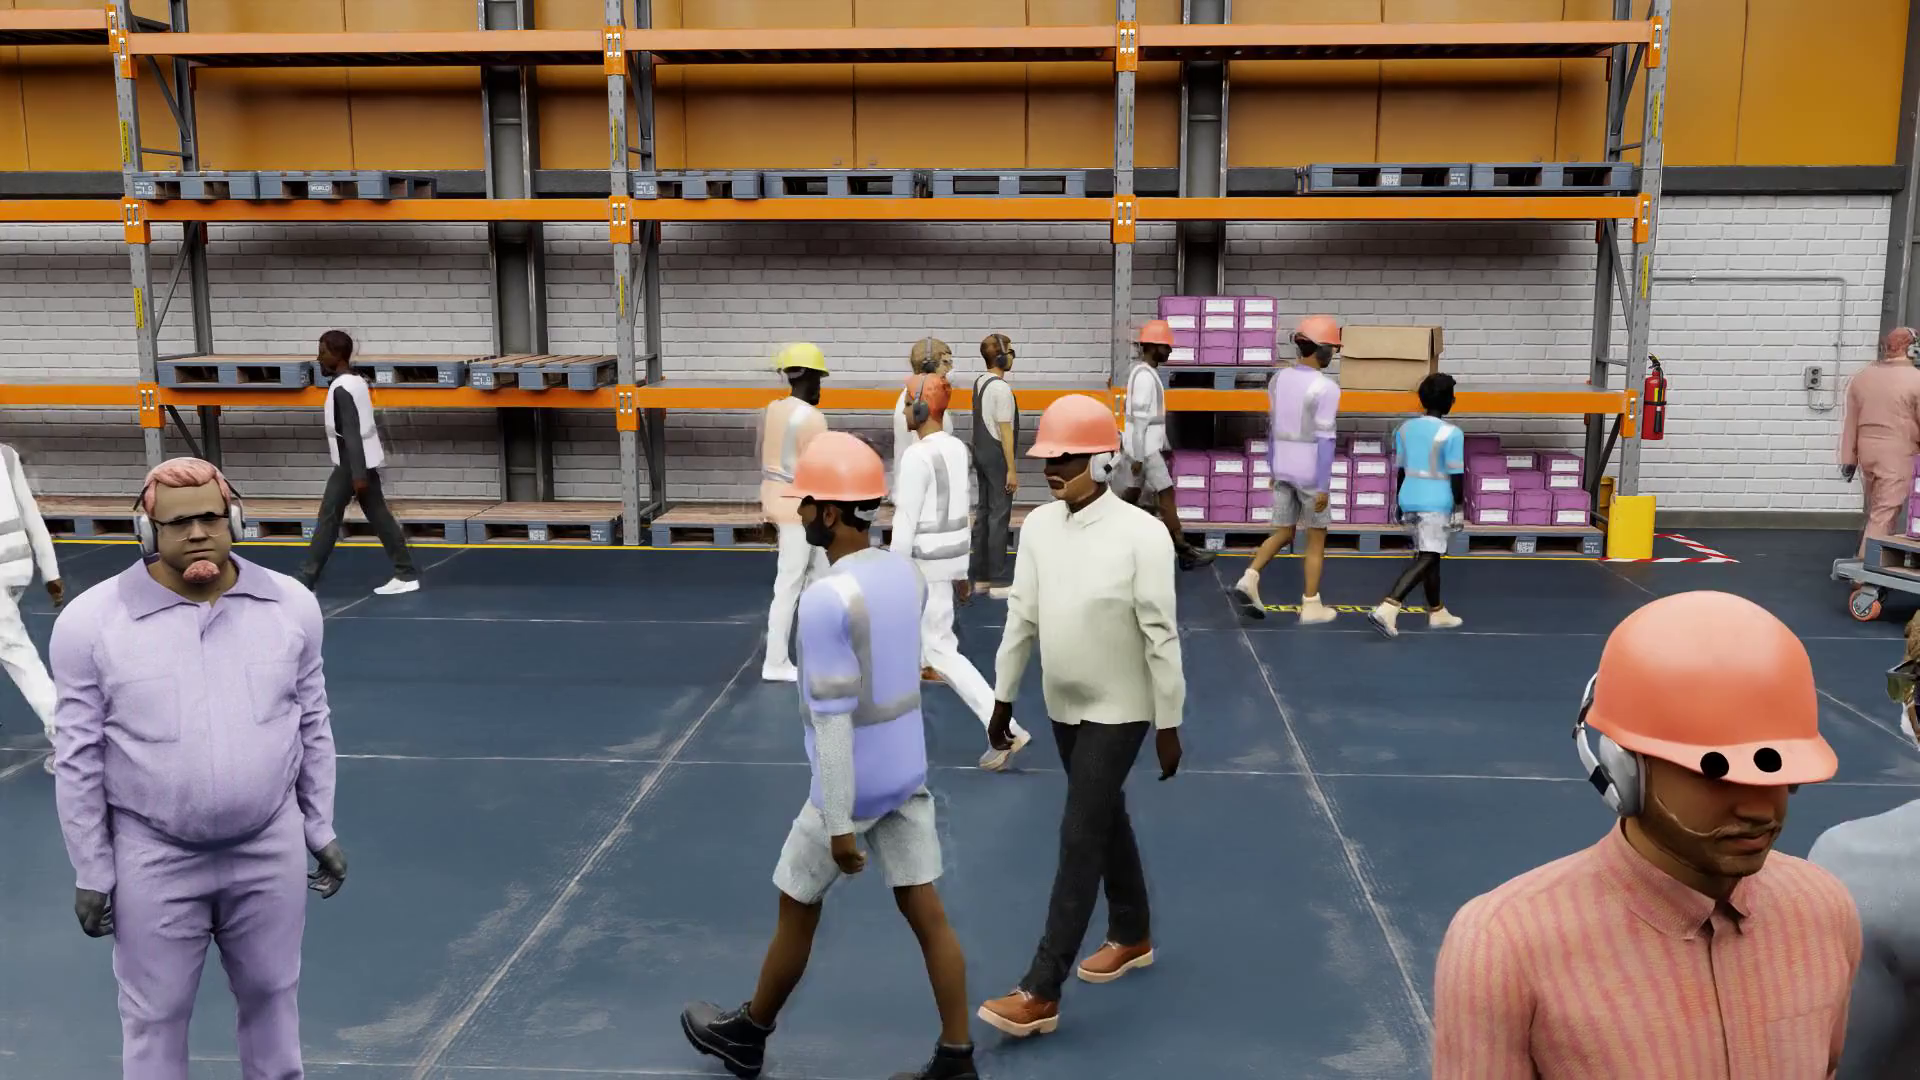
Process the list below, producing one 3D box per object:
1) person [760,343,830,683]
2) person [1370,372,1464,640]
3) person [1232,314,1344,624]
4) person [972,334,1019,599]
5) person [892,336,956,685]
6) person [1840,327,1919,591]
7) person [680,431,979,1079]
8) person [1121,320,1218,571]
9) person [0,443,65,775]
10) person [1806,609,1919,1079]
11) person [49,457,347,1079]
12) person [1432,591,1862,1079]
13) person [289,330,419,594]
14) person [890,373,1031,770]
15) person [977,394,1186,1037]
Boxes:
[{"bbox_3d":[-0.812,-0.150,9.342,0.786,1.885,0.633,-5,11,-27],"label":"person"},{"bbox_3d":[2.884,-0.214,10.398,0.811,1.670,0.537,-5,11,-26],"label":"person"},{"bbox_3d":[2.107,-0.429,10.643,0.733,2.017,0.633,-6,11,-32],"label":"person"},{"bbox_3d":[0.261,-0.512,11.612,0.345,1.847,0.507,-4,11,-24],"label":"person"},{"bbox_3d":[-0.199,-0.168,9.322,0.352,1.937,0.635,-2,10,-10],"label":"person"},{"bbox_3d":[6.724,-0.565,11.847,0.860,1.877,0.653,-3,10,-17],"label":"person"},{"bbox_3d":[-0.341,0.645,4.664,0.982,1.892,0.546,6,11,32],"label":"person"},{"bbox_3d":[1.541,-0.704,12.592,0.923,1.899,0.549,0,10,1],"label":"person"},{"bbox_3d":[-4.467,0.196,7.572,1.057,1.802,0.585,2,10,11],"label":"person"},{"bbox_3d":[1.476,1.006,2.505,0.647,1.917,0.500,-2,10,-12],"label":"person"},{"bbox_3d":[-1.818,0.749,4.043,0.636,1.910,0.406,-7,12,-37],"label":"person"},{"bbox_3d":[0.861,1.038,2.094,0.623,1.993,0.385,-3,10,-19],"label":"person"},{"bbox_3d":[-4.307,-0.521,11.588,1.021,1.864,0.613,-2,10,-10],"label":"person"},{"bbox_3d":[-0.075,0.143,7.773,0.917,1.855,0.571,3,10,19],"label":"person"},{"bbox_3d":[0.325,0.528,5.205,0.964,1.947,0.656,-8,12,-38],"label":"person"}]
